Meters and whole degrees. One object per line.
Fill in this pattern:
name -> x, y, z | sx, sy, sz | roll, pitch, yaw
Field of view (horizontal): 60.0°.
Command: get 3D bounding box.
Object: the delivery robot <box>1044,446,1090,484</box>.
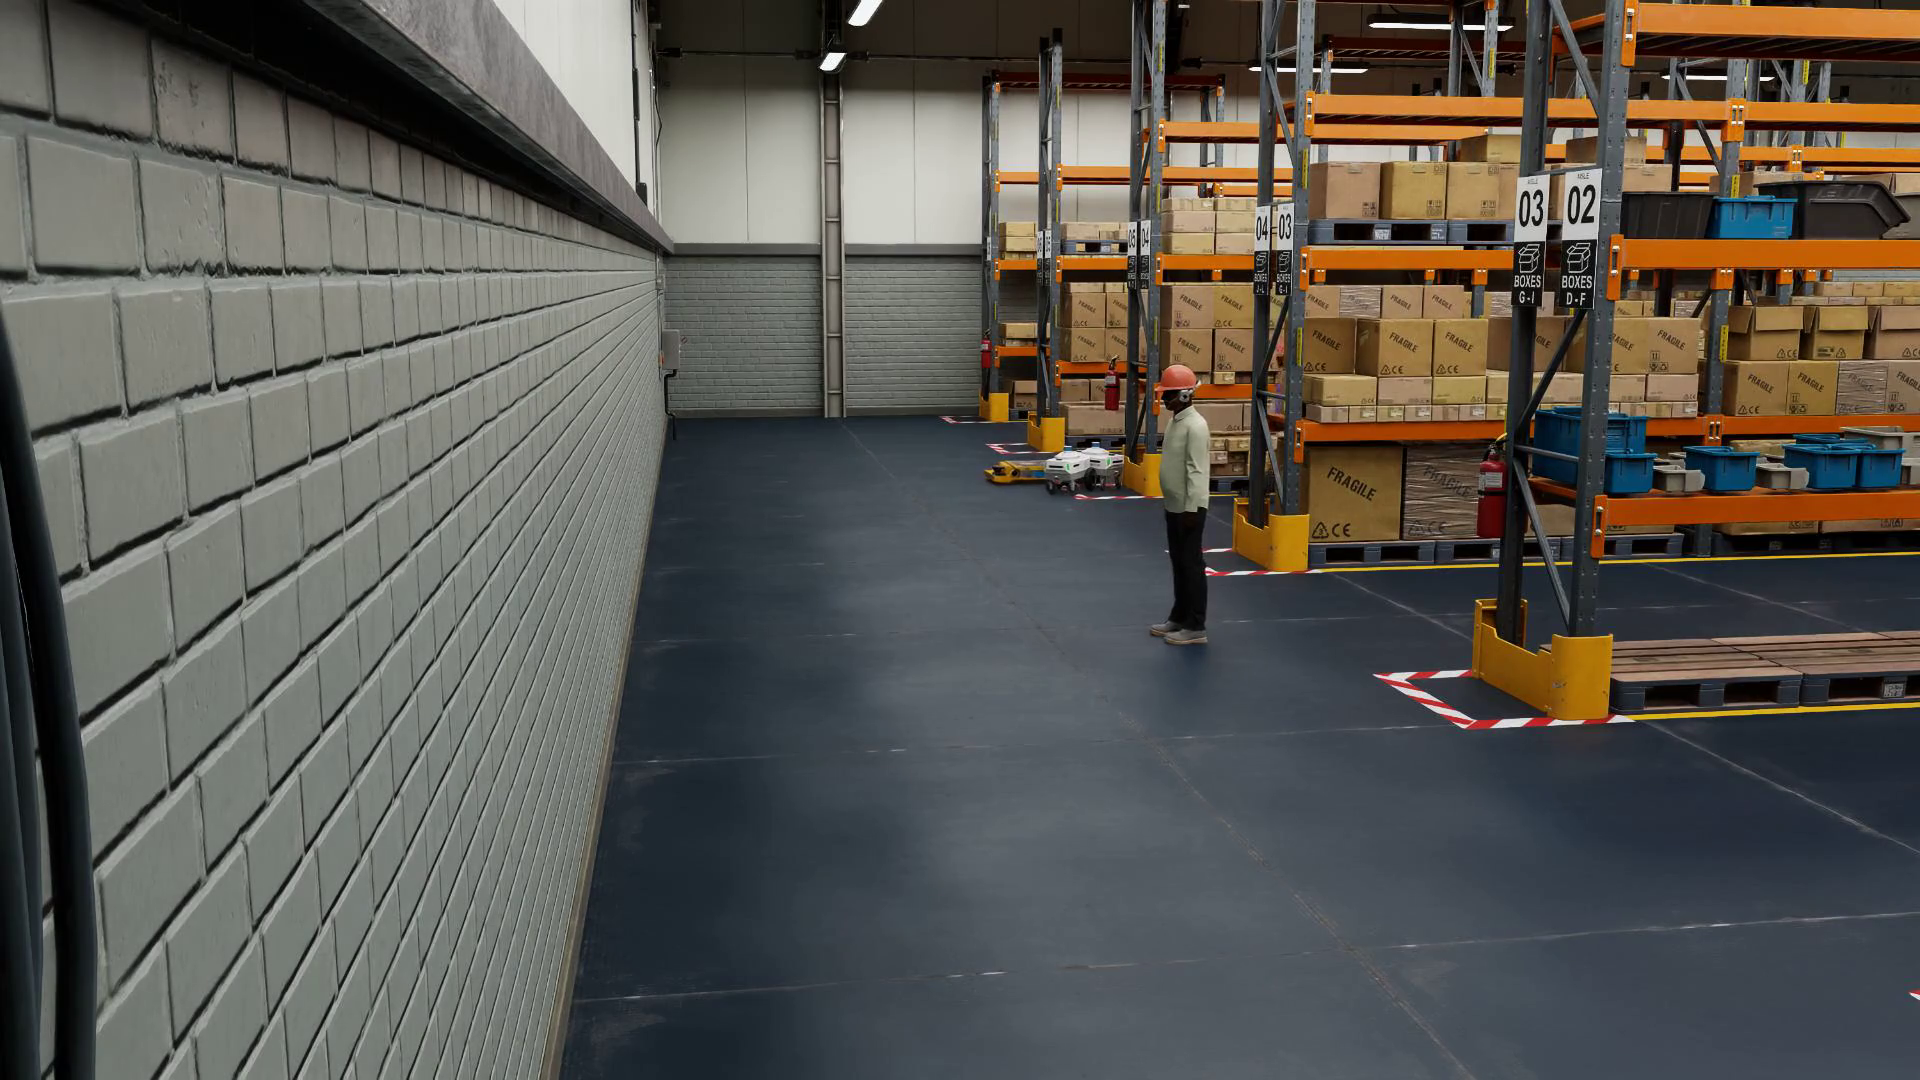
delivery robot -> 1.282, -0.882, 19.871 | 0.477, 0.478, 0.707 | 4, 10, 26

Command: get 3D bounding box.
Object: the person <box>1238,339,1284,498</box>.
person -> 3.675, -1.334, 18.878 | 1.006, 1.886, 0.552 | -1, 9, -5

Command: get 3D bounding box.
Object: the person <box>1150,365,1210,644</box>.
person -> 1.577, -0.254, 11.874 | 0.404, 1.987, 0.634 | -2, 9, -12

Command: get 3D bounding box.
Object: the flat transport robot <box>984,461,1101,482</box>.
flat transport robot -> 1.069, -0.879, 21.011 | 1.431, 0.197, 0.652 | -1, 9, -9

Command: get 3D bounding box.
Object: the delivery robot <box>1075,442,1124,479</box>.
delivery robot -> 1.657, -0.956, 20.322 | 0.707, 0.478, 0.477 | 9, 13, 44
